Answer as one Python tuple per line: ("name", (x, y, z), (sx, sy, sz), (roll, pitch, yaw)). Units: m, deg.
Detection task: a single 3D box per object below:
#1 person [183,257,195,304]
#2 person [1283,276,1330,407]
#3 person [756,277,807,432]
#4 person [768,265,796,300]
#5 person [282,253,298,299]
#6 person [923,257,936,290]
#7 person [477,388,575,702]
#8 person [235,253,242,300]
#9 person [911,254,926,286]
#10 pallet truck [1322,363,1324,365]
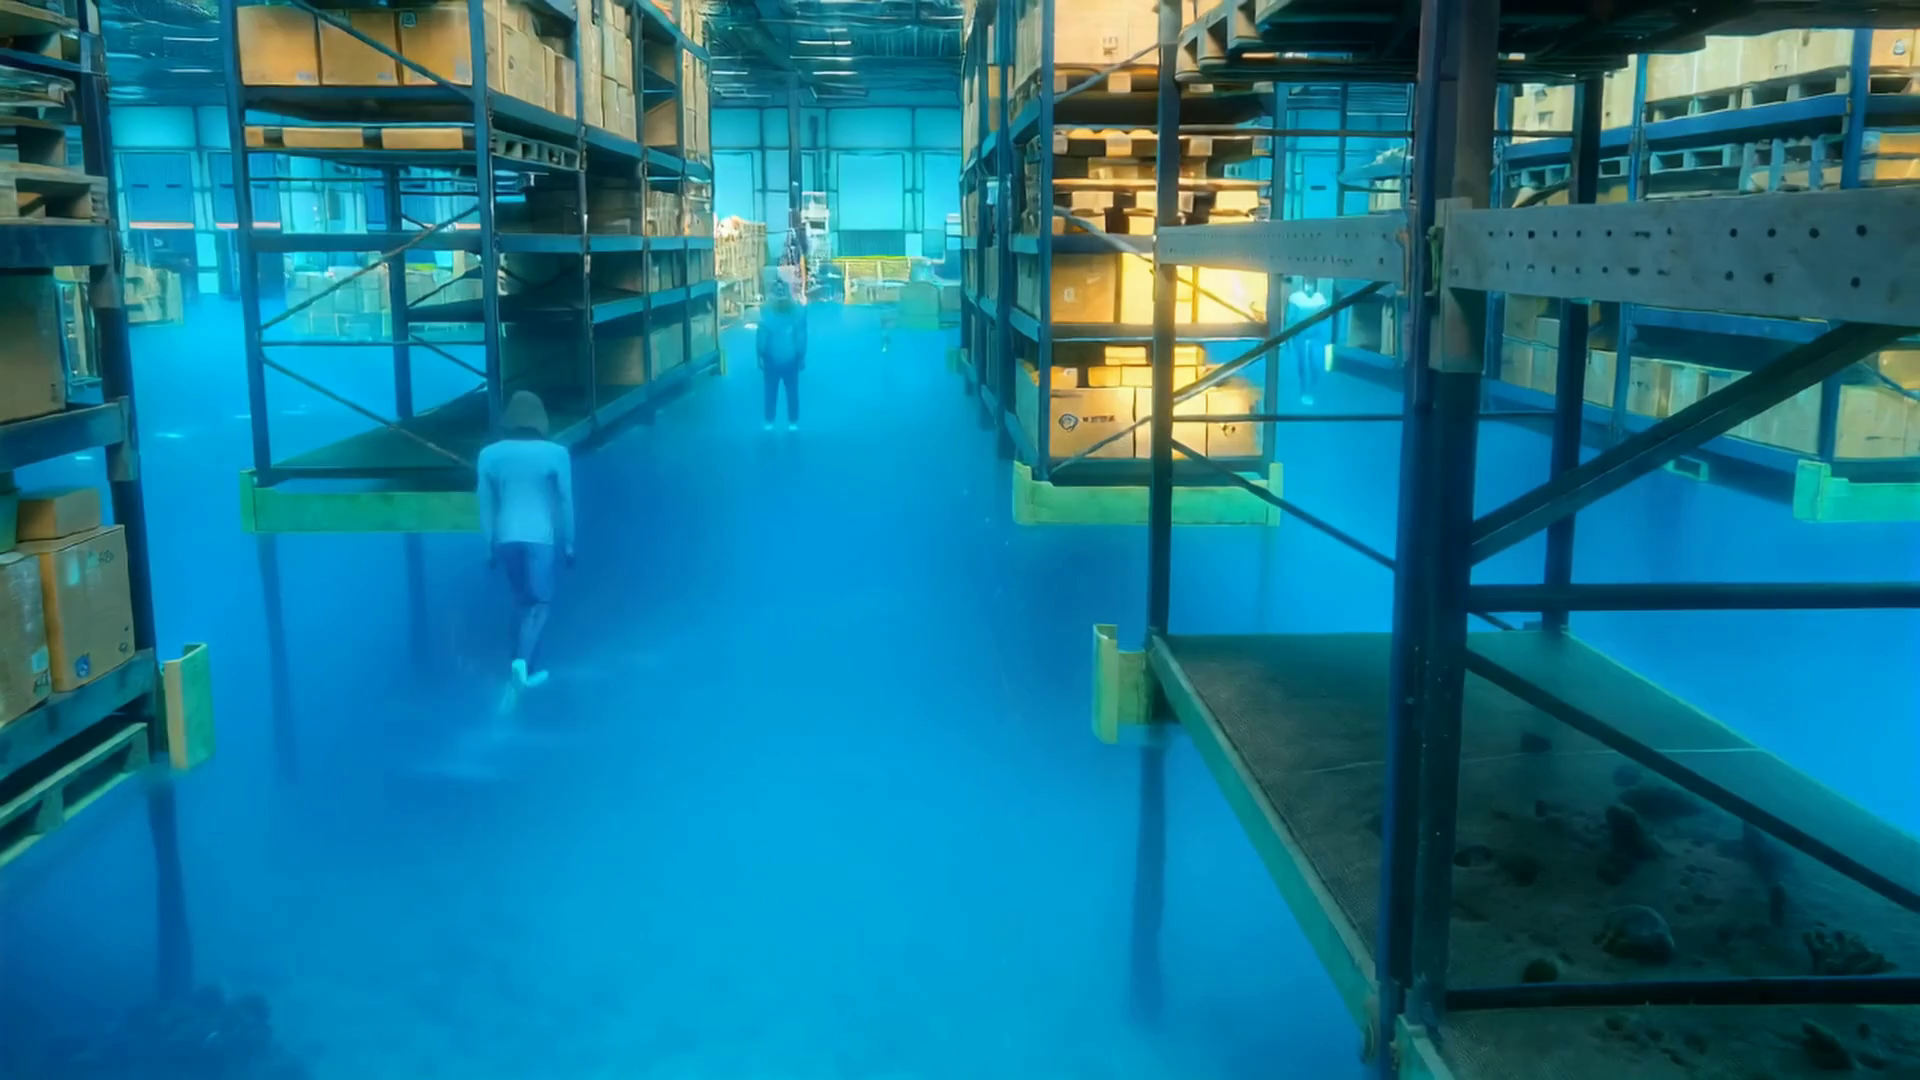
("person", (-29.130, -9.782, 62.745), (0.390, 1.748, 0.555), (-2, 10, -12))
("person", (4.939, -2.851, 23.738), (0.647, 1.892, 0.968), (2, 10, 10))
("person", (-2.214, -2.279, 20.531), (0.643, 1.910, 0.400), (2, 10, 11))
("person", (-3.258, -4.010, 30.119), (0.648, 1.934, 0.469), (-9, 14, -42))
("person", (-27.500, -10.836, 68.268), (0.933, 1.893, 0.599), (5, 11, 26))
("person", (-1.007, -8.352, 54.573), (0.511, 1.840, 0.339), (7, 12, 32))
("person", (-2.238, 0.032, 8.502), (0.508, 1.603, 0.717), (1, 10, 5))
("person", (-28.721, -10.588, 66.881), (0.988, 1.896, 0.535), (2, 10, 13))
("person", (-1.457, -9.058, 58.268), (0.643, 1.926, 0.392), (7, 13, 35))
("pallet truck", (7.712, -4.157, 30.737), (1.885, 1.965, 0.823), (3, 11, 16))
